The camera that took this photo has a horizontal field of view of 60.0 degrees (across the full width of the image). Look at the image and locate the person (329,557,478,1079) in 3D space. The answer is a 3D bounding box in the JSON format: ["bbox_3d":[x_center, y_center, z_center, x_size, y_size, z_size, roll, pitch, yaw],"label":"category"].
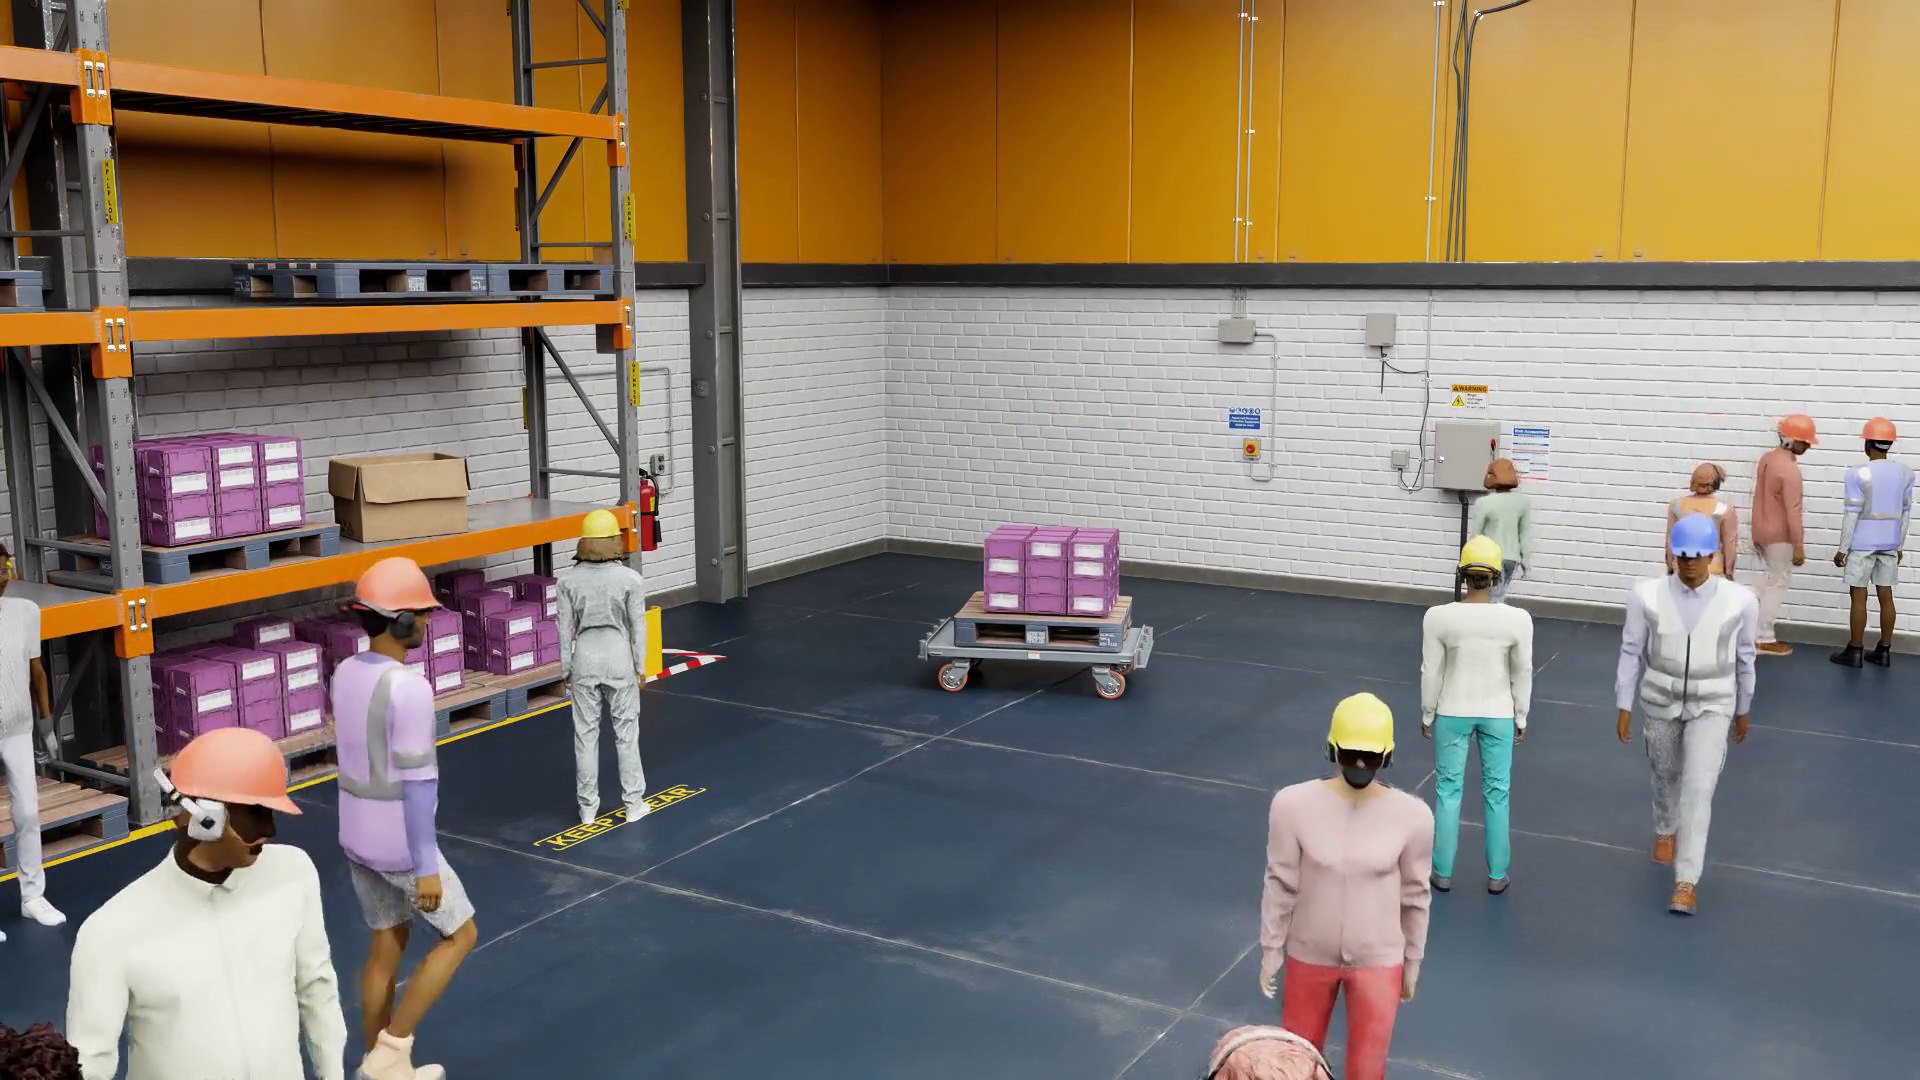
[{"bbox_3d":[-2.018,1.069,5.996,0.636,2.022,0.444,9,13,44],"label":"person"}]

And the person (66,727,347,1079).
[{"bbox_3d":[-1.797,1.424,3.979,0.392,1.971,0.754,7,12,39],"label":"person"}]

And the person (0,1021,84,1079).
[{"bbox_3d":[-1.357,1.658,2.520,0.609,1.960,0.369,6,11,32],"label":"person"}]

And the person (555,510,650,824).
[{"bbox_3d":[-1.969,0.700,9.189,0.488,1.741,0.316,-1,9,-4],"label":"person"}]

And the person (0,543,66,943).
[{"bbox_3d":[-4.391,0.898,7.590,0.321,1.861,0.516,6,11,35],"label":"person"}]

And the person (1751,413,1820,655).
[{"bbox_3d":[6.420,-0.030,13.081,0.449,1.950,0.640,1,9,7],"label":"person"}]

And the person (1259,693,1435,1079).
[{"bbox_3d":[1.238,1.310,5.357,0.532,1.746,0.645,2,9,12],"label":"person"}]

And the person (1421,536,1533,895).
[{"bbox_3d":[2.511,0.857,8.127,0.524,1.769,0.308,2,9,11],"label":"person"}]

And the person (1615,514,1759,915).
[{"bbox_3d":[3.558,0.792,8.184,0.616,1.889,1.038,5,10,29],"label":"person"}]

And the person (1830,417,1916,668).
[{"bbox_3d":[7.006,0.022,12.800,0.543,1.939,0.360,-1,9,-6],"label":"person"}]

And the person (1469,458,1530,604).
[{"bbox_3d":[4.232,0.159,12.999,0.510,1.599,0.816,-3,10,-20],"label":"person"}]

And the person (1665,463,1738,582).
[{"bbox_3d":[5.497,0.246,12.366,0.313,1.634,0.529,-8,12,-43],"label":"person"}]

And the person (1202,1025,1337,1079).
[{"bbox_3d":[0.487,1.662,2.746,0.650,1.884,0.787,0,9,2],"label":"person"}]
